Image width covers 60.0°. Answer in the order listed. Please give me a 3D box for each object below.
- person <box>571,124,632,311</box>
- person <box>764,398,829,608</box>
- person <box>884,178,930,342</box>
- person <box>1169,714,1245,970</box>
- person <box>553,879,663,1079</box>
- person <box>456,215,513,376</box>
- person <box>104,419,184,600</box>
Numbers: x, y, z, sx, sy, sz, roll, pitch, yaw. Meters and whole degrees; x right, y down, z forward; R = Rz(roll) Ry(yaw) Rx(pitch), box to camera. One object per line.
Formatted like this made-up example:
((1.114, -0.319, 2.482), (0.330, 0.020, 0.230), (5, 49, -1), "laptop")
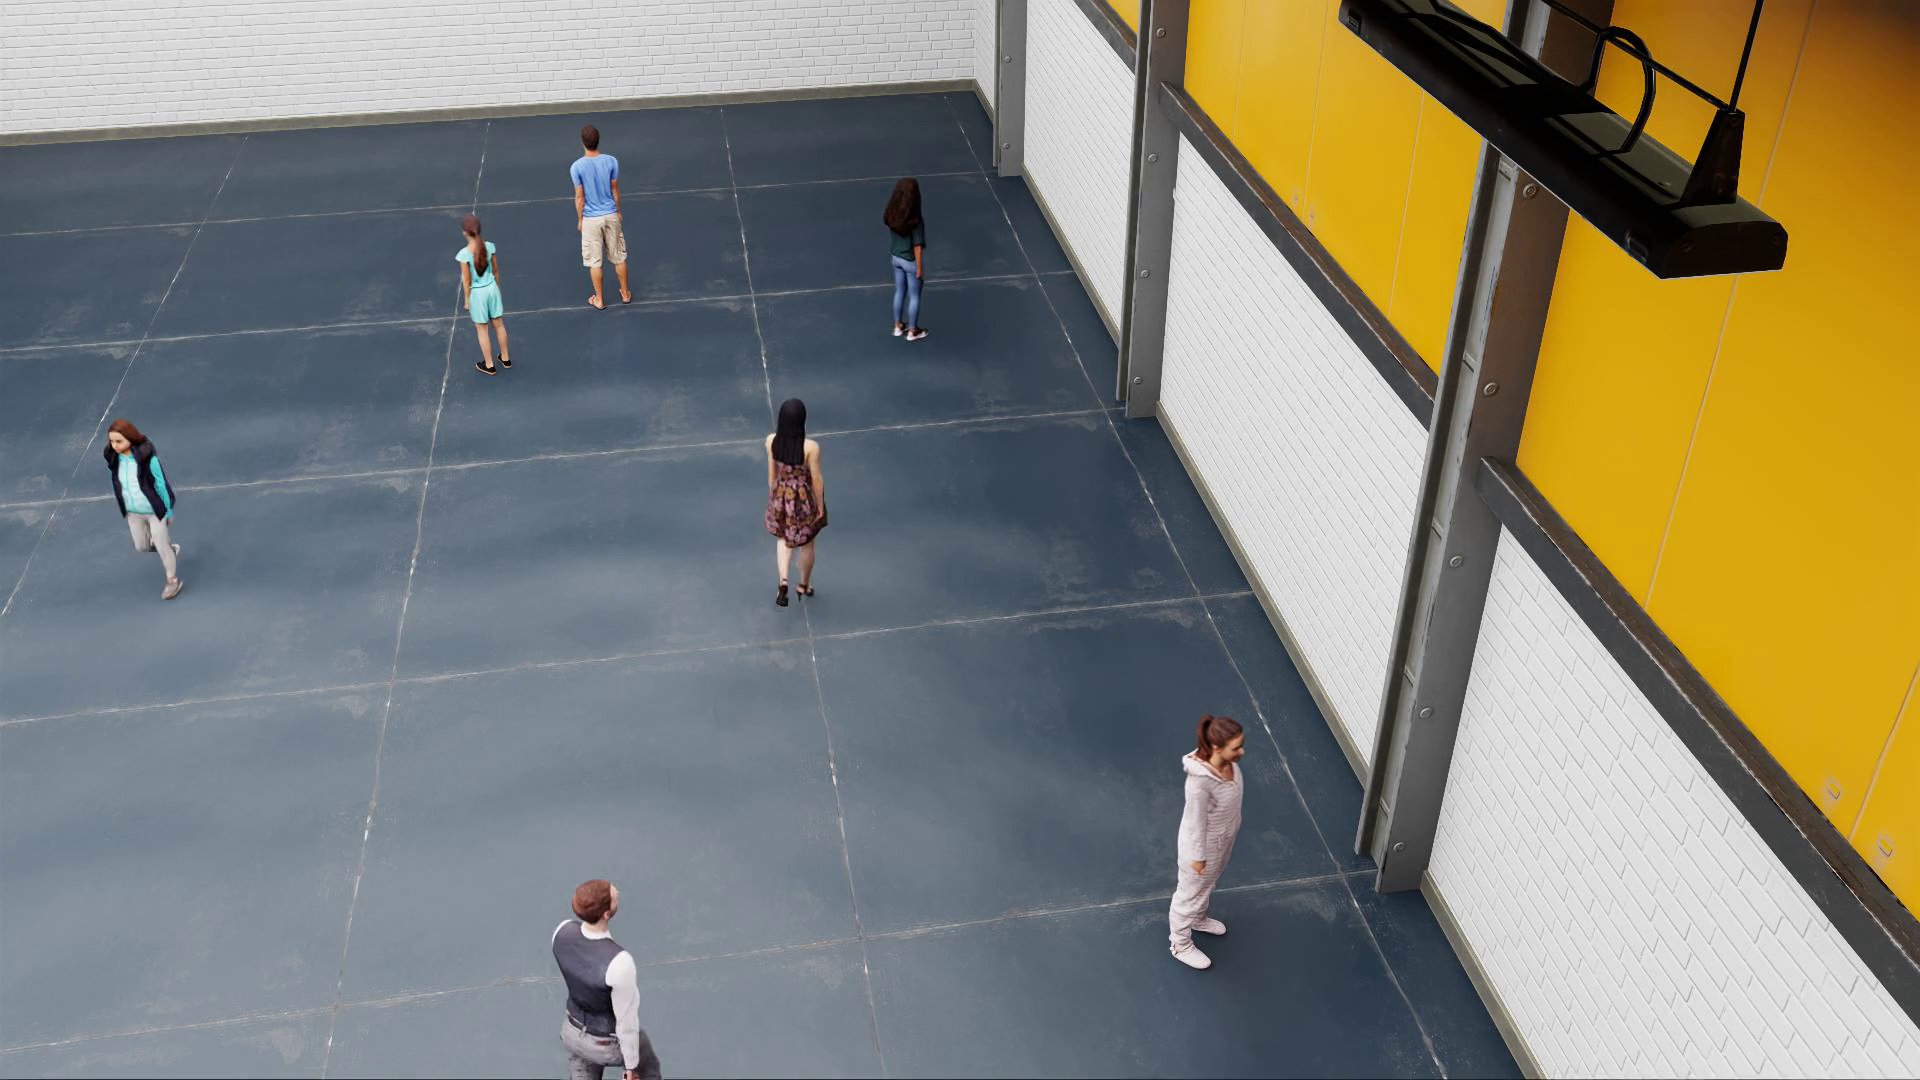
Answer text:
((-3.589, -3.225, 16.598), (0.711, 1.864, 0.675), (-17, 37, -24), "person")
((-1.226, -0.205, 12.150), (0.824, 1.759, 0.968), (7, 34, 11), "person")
((-0.515, -2.707, 16.045), (0.687, 1.614, 0.763), (28, 43, 35), "person")
((1.379, 1.660, 9.403), (0.792, 1.693, 0.706), (16, 37, 23), "person")
((-1.792, 2.445, 8.022), (0.957, 1.915, 1.040), (16, 37, 22), "person")
((-4.437, -2.292, 15.470), (0.650, 1.559, 0.693), (-28, 43, -35), "person")
((-6.080, -0.281, 12.506), (0.652, 1.491, 0.746), (2, 34, 3), "person")
